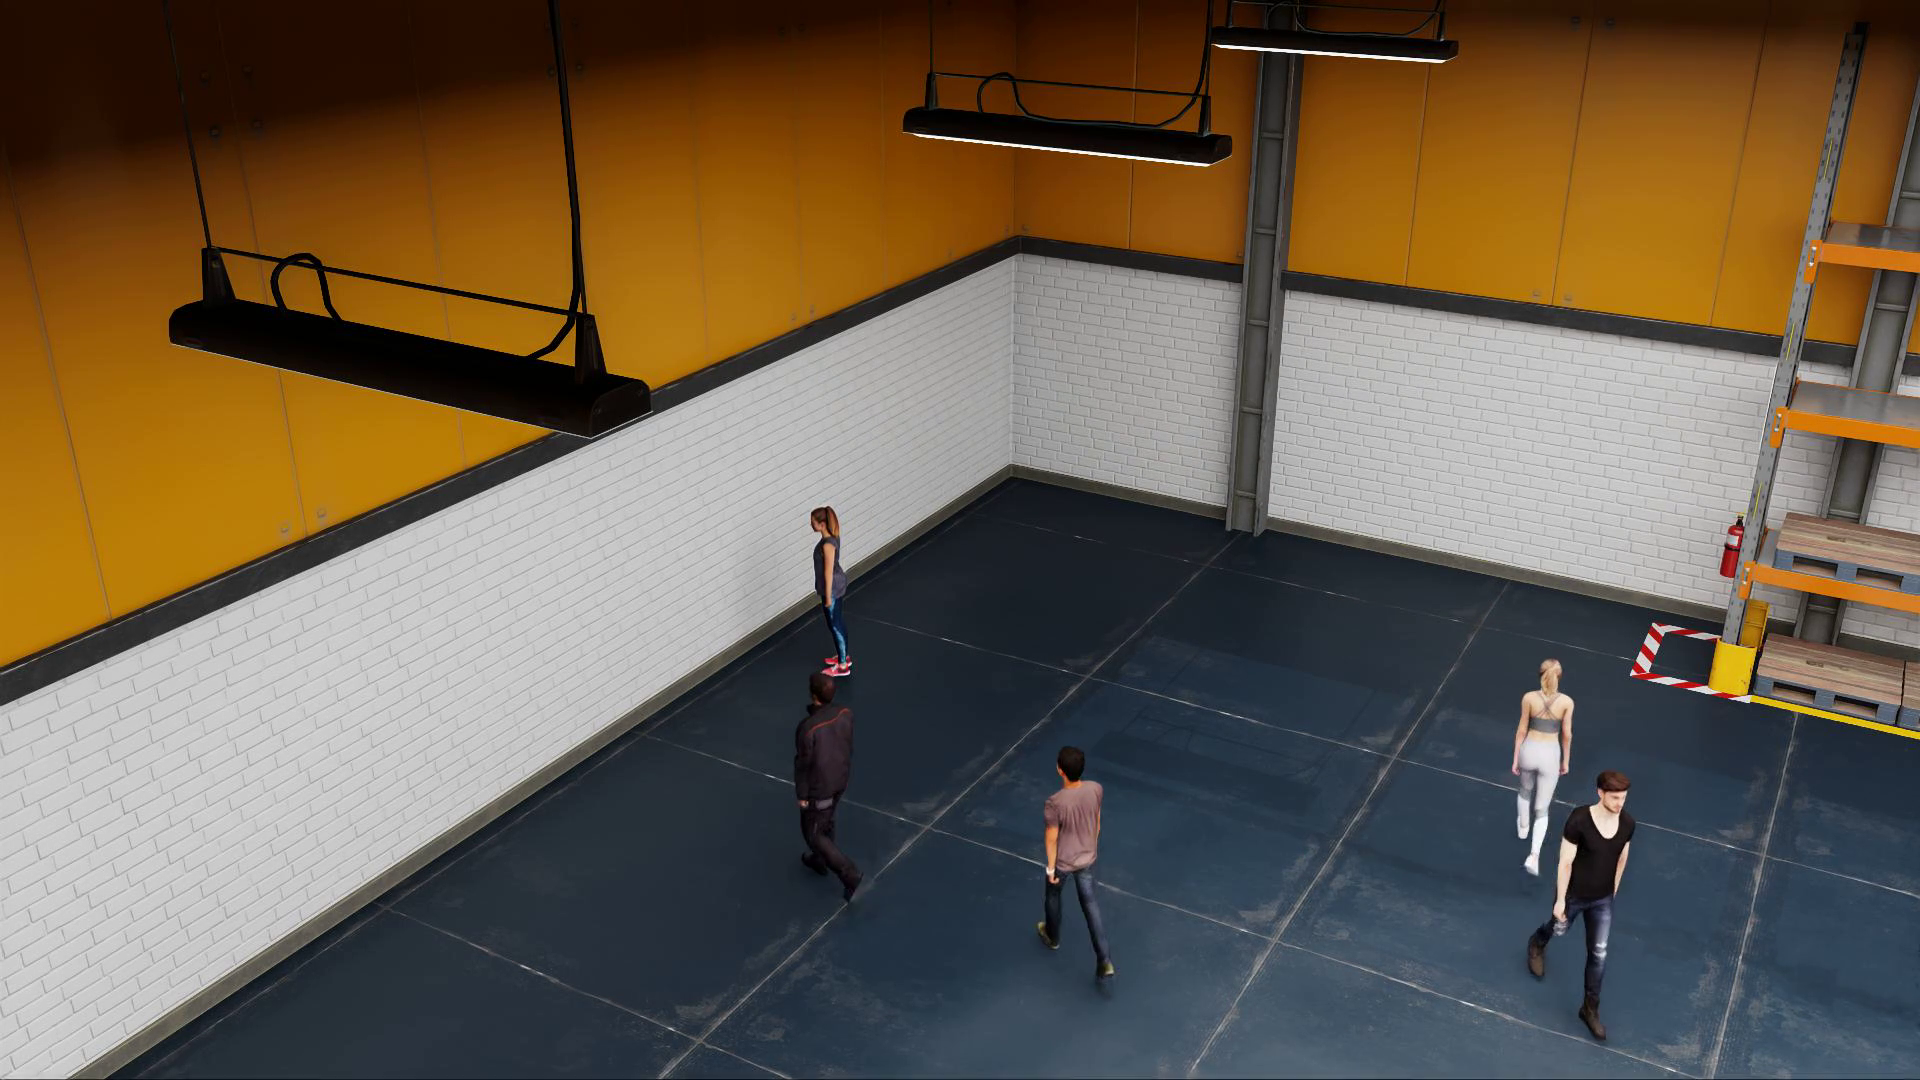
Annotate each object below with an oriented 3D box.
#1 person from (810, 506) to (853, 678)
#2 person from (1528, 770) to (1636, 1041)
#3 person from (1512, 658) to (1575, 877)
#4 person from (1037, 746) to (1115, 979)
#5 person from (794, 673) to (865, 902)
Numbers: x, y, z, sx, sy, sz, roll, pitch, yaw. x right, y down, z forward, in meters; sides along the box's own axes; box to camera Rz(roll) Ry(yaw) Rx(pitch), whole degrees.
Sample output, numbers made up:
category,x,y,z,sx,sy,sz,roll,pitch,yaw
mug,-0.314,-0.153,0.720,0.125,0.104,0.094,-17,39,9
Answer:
category,x,y,z,sx,sy,sz,roll,pitch,yaw
person,-1.215,0.475,15.815,0.688,1.725,0.648,0,24,1
person,4.214,2.351,11.351,1.257,1.863,1.160,0,24,-1
person,4.485,1.784,12.913,1.162,1.651,0.780,9,25,19
person,0.850,2.277,11.660,1.066,1.750,1.194,-9,25,-20
person,-0.980,1.863,12.523,1.099,1.818,0.845,19,30,37
